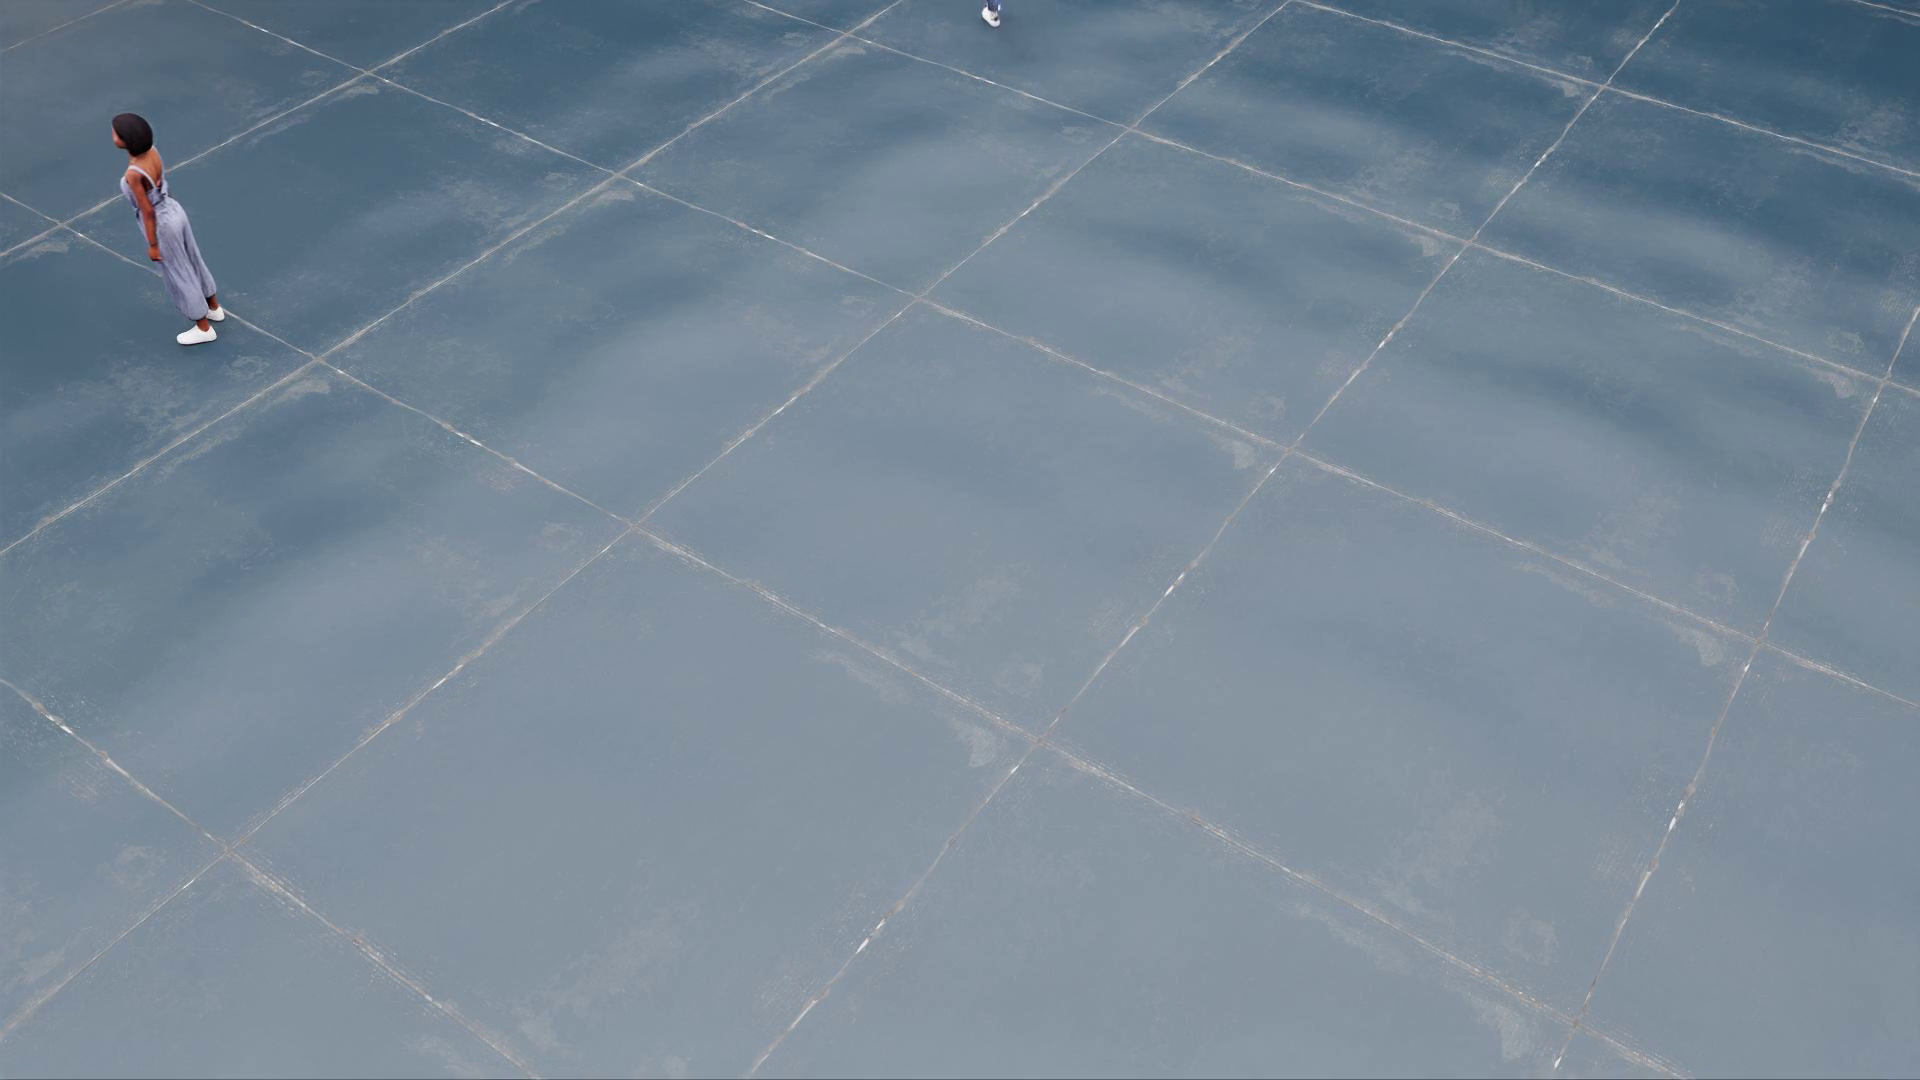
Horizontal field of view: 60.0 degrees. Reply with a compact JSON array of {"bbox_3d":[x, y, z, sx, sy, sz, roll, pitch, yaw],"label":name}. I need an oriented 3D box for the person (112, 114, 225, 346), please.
[{"bbox_3d":[-5.359,-2.106,11.230,0.693,1.696,0.665,0,43,0],"label":"person"}]
